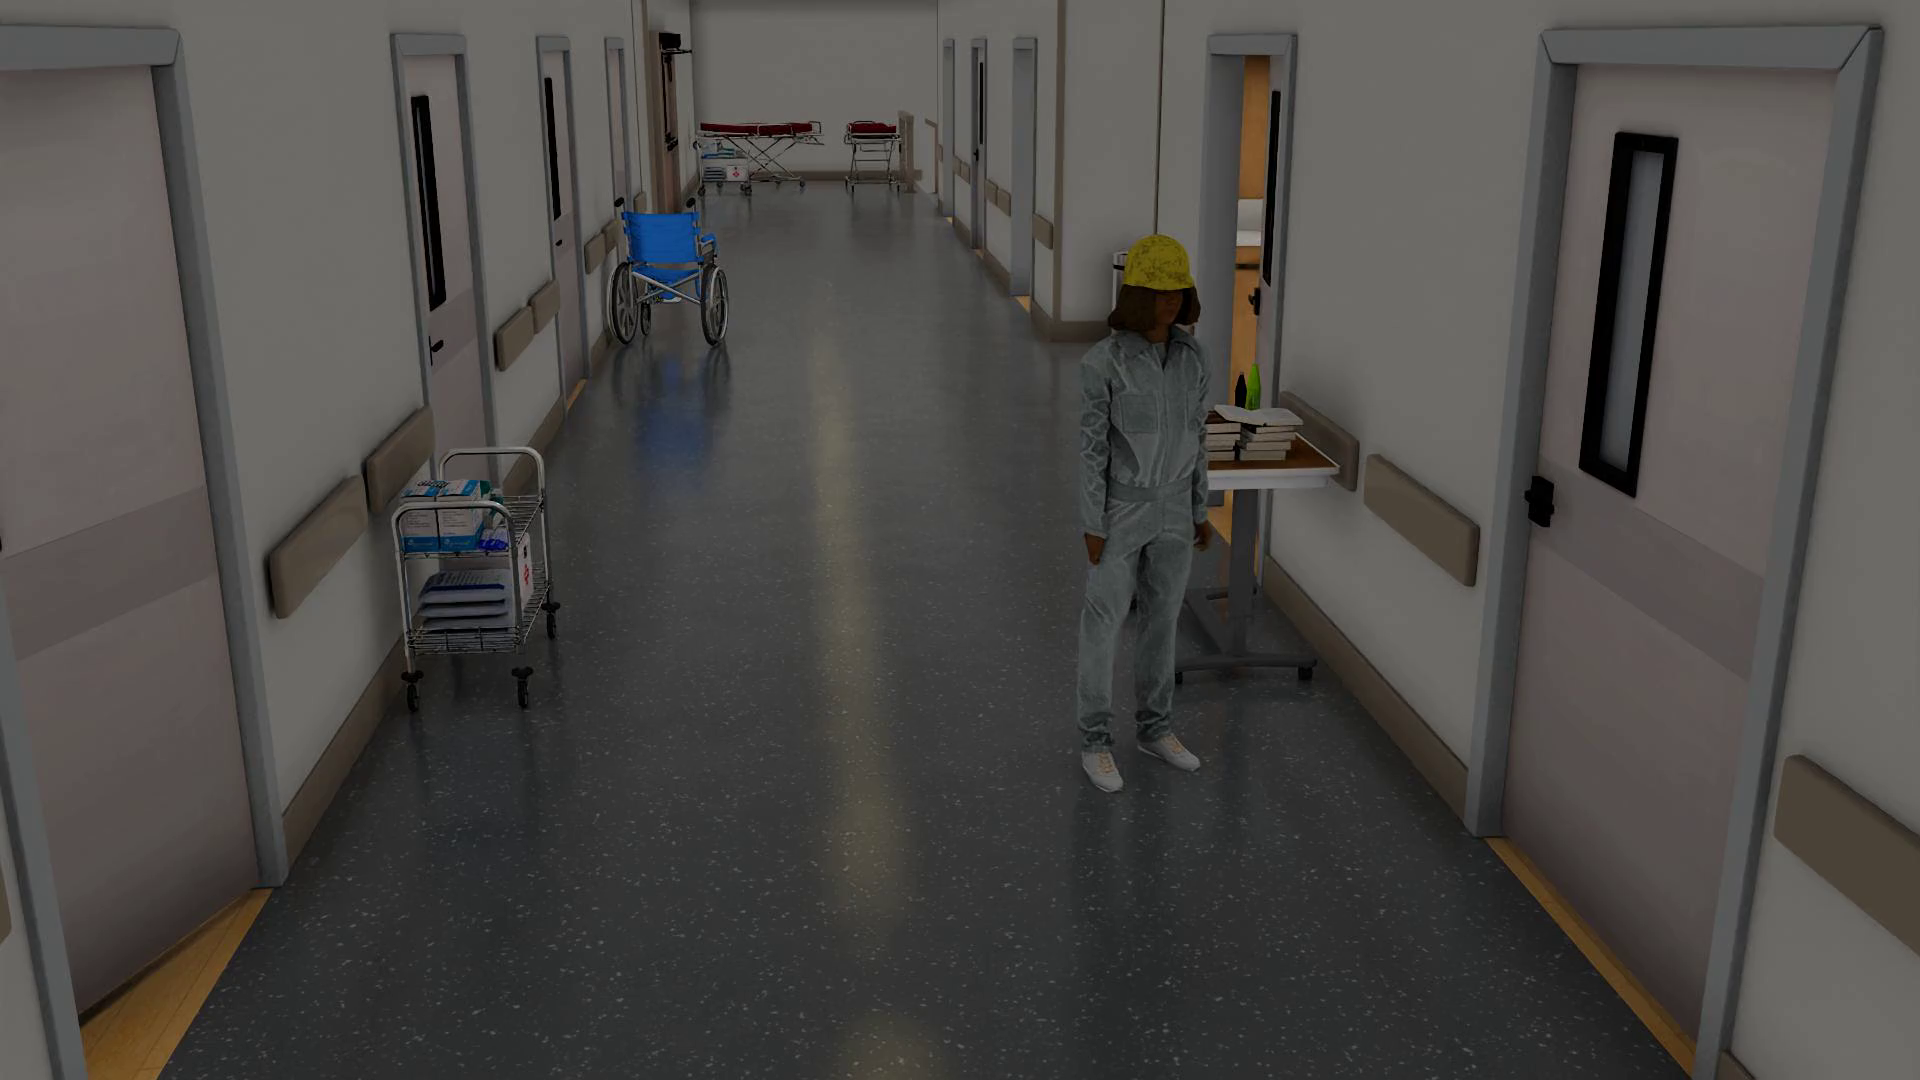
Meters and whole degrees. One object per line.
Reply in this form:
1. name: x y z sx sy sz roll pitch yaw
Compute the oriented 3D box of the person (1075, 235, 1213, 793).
1. person: 0.591 -0.077 5.217 0.484 1.744 0.295 -9 19 -29
